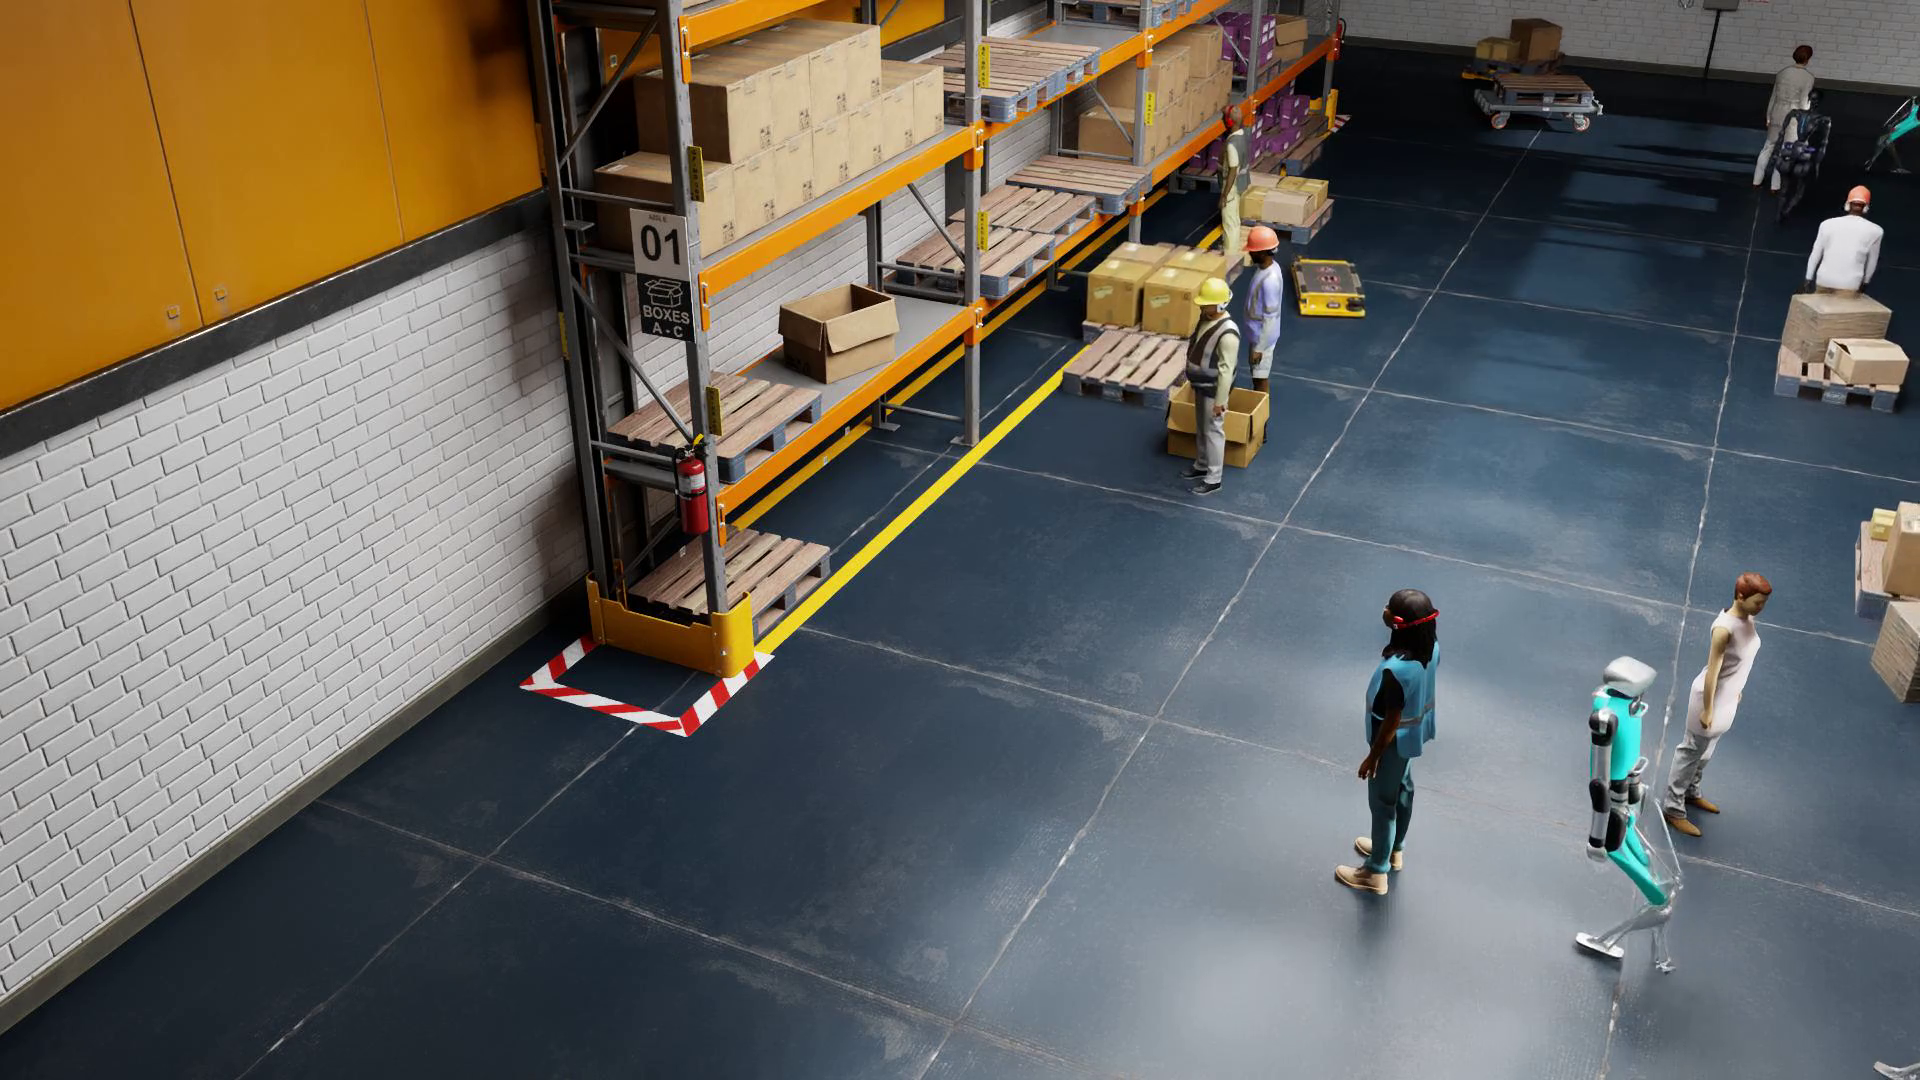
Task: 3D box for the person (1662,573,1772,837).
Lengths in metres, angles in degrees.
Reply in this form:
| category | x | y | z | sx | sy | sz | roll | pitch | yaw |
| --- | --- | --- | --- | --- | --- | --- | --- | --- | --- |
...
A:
| category | x | y | z | sx | sy | sz | roll | pitch | yaw |
| --- | --- | --- | --- | --- | --- | --- | --- | --- | --- |
| person | 4.364 | 0.919 | 9.559 | 0.284 | 1.657 | 0.451 | 25 | 37 | 38 |

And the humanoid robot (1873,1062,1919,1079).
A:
| category | x | y | z | sx | sy | sz | roll | pitch | yaw |
| --- | --- | --- | --- | --- | --- | --- | --- | --- | --- |
| humanoid robot | 4.809 | 2.031 | 7.448 | 0.977 | 1.772 | 0.541 | 25 | 37 | 38 |

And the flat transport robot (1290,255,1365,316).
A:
| category | x | y | z | sx | sy | sz | roll | pitch | yaw |
| --- | --- | --- | --- | --- | --- | --- | --- | --- | --- |
| flat transport robot | 3.917 | -2.713 | 17.758 | 0.659 | 0.231 | 1.431 | 3 | 28 | 5 |

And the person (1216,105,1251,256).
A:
| category | x | y | z | sx | sy | sz | roll | pitch | yaw |
| --- | --- | --- | --- | --- | --- | --- | --- | --- | --- |
| person | 2.969 | -3.827 | 18.171 | 0.388 | 1.837 | 0.564 | 9 | 30 | 16 |

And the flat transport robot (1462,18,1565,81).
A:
| category | x | y | z | sx | sy | sz | roll | pitch | yaw |
| --- | --- | --- | --- | --- | --- | --- | --- | --- | --- |
| flat transport robot | 8.791 | -7.384 | 26.419 | 1.431 | 0.231 | 0.659 | 22 | 35 | 35 |

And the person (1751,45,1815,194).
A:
| category | x | y | z | sx | sy | sz | roll | pitch | yaw |
| --- | --- | --- | --- | --- | --- | --- | --- | --- | --- |
| person | 10.380 | -5.284 | 20.903 | 0.369 | 1.819 | 0.519 | -15 | 32 | -25 |

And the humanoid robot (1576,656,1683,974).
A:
| category | x | y | z | sx | sy | sz | roll | pitch | yaw |
| --- | --- | --- | --- | --- | --- | --- | --- | --- | --- |
| humanoid robot | 3.511 | 1.525 | 8.458 | 0.834 | 1.880 | 0.539 | 20 | 34 | 32 |

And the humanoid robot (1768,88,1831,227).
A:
| category | x | y | z | sx | sy | sz | roll | pitch | yaw |
| --- | --- | --- | --- | --- | --- | --- | --- | --- | --- |
| humanoid robot | 9.789 | -4.474 | 19.546 | 0.507 | 1.645 | 0.606 | -25 | 37 | -38 |

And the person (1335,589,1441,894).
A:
| category | x | y | z | sx | sy | sz | roll | pitch | yaw |
| --- | --- | --- | --- | --- | --- | --- | --- | --- | --- |
| person | 2.353 | 1.094 | 9.019 | 0.390 | 1.866 | 0.530 | 19 | 34 | 32 |

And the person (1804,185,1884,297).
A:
| category | x | y | z | sx | sy | sz | roll | pitch | yaw |
| --- | --- | --- | --- | --- | --- | --- | --- | --- | --- |
| person | 8.383 | -2.507 | 15.849 | 0.567 | 1.720 | 0.536 | 18 | 33 | 30 |

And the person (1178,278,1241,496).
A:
| category | x | y | z | sx | sy | sz | roll | pitch | yaw |
| --- | --- | --- | --- | --- | --- | --- | --- | --- | --- |
| person | 2.014 | -1.249 | 13.410 | 0.403 | 1.825 | 0.595 | -6 | 29 | -10 |

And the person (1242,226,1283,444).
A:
| category | x | y | z | sx | sy | sz | roll | pitch | yaw |
| --- | --- | --- | --- | --- | --- | --- | --- | --- | --- |
| person | 2.540 | -1.746 | 14.221 | 0.371 | 1.928 | 0.542 | 2 | 28 | 4 |

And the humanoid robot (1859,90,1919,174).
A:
| category | x | y | z | sx | sy | sz | roll | pitch | yaw |
| --- | --- | --- | --- | --- | --- | --- | --- | --- | --- |
| humanoid robot | 12.166 | -5.516 | 21.484 | 0.861 | 1.845 | 0.544 | 5 | 29 | 10 |
